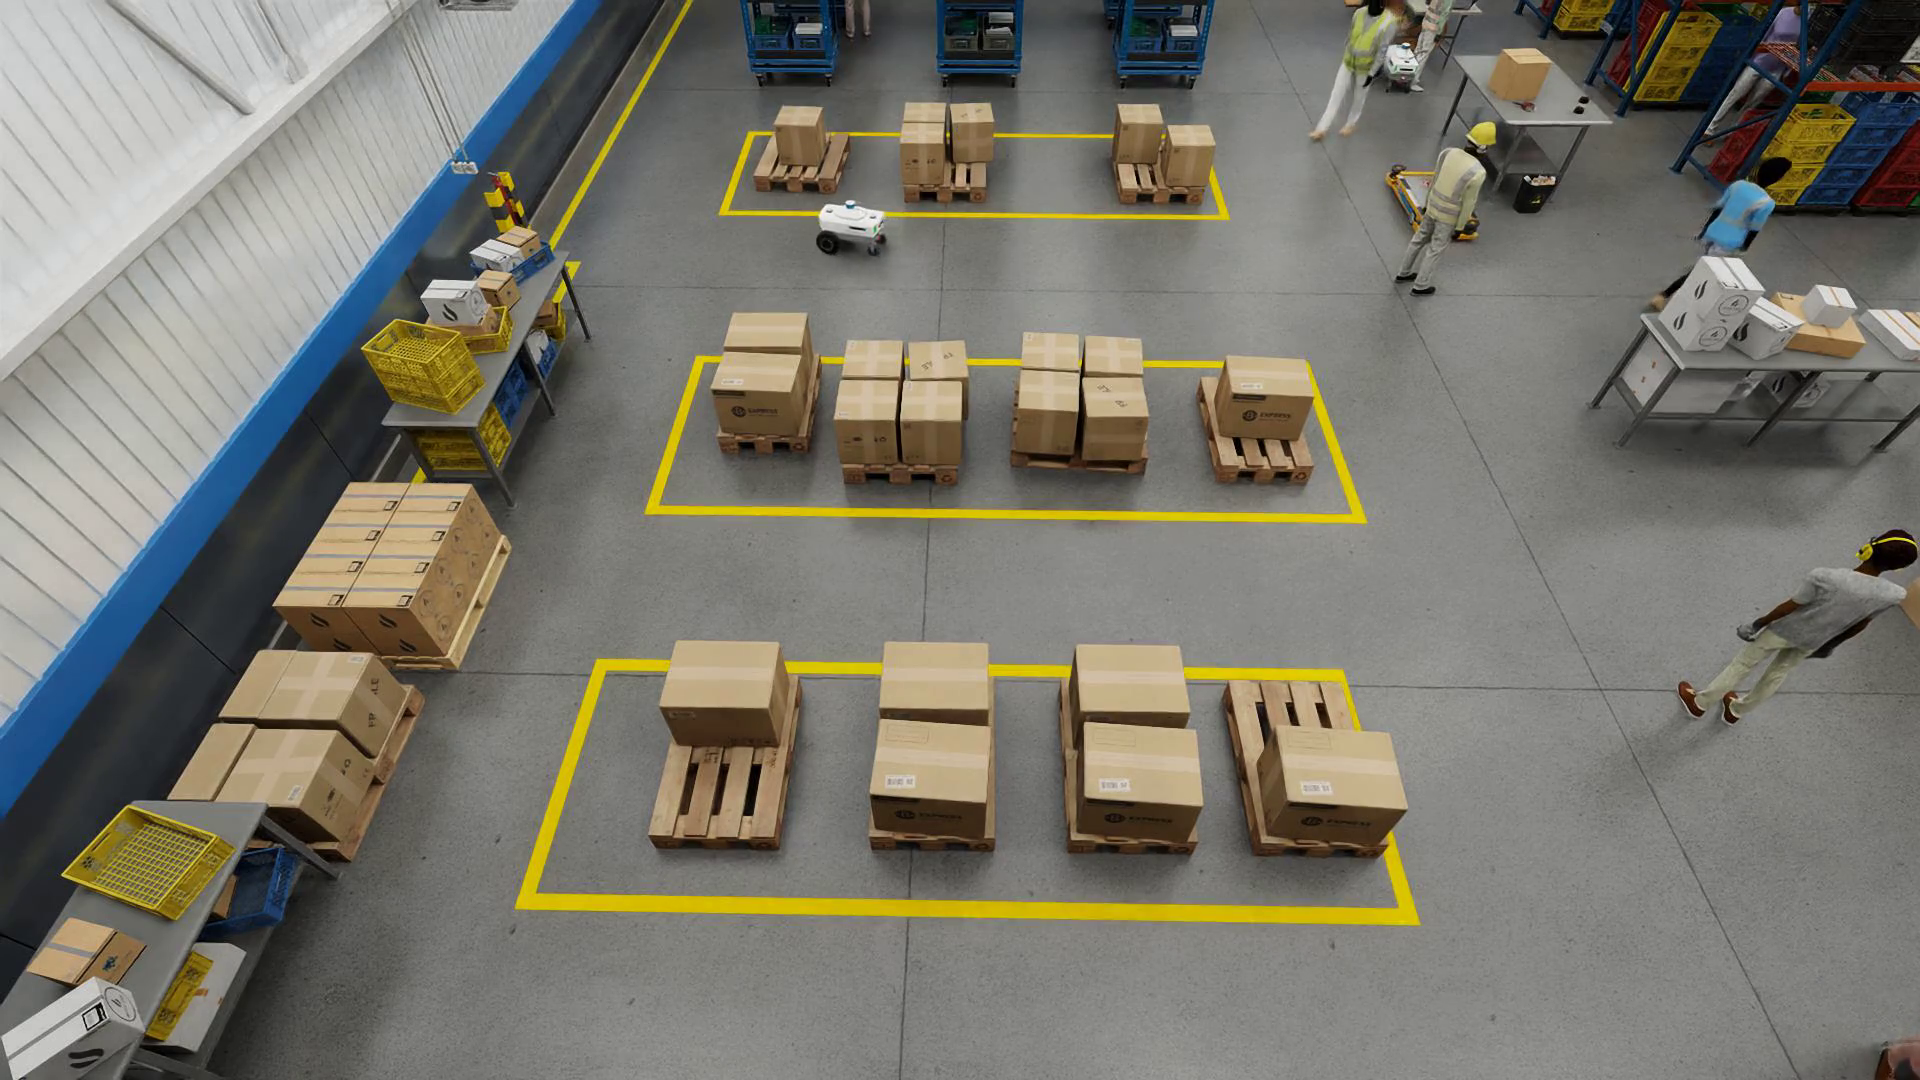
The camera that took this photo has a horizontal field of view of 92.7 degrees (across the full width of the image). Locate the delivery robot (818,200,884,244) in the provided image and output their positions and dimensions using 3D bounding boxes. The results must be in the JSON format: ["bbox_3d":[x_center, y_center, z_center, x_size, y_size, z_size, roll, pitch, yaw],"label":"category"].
[{"bbox_3d":[-1.223,-3.607,10.391,0.707,0.478,0.477,11,50,9],"label":"delivery robot"}]

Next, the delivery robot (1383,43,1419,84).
[{"bbox_3d":[6.374,-6.919,13.257,0.477,0.478,0.707,4,49,4],"label":"delivery robot"}]

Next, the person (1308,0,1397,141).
[{"bbox_3d":[5.070,-6.044,11.737,0.628,1.806,0.824,37,59,28],"label":"person"}]

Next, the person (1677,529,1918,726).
[{"bbox_3d":[5.417,0.597,5.949,0.531,1.871,0.322,14,51,12],"label":"person"}]

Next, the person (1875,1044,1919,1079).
[{"bbox_3d":[4.879,2.569,4.278,1.078,1.823,0.648,-34,57,-26],"label":"person"}]

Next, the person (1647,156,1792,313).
[{"bbox_3d":[7.701,-3.055,9.251,0.876,1.656,0.532,-3,49,-3],"label":"person"}]

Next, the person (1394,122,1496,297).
[{"bbox_3d":[5.002,-3.375,9.418,0.403,1.824,0.590,-17,51,-14],"label":"person"}]

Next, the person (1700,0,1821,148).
[{"bbox_3d":[10.149,-5.947,11.572,0.634,1.933,0.371,11,50,9],"label":"person"}]

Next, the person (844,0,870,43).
[{"bbox_3d":[-1.589,-8.643,13.878,0.624,1.980,0.410,-19,52,-16],"label":"person"}]

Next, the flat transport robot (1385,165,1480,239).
[{"bbox_3d":[5.692,-4.094,11.059,0.652,0.197,1.431,1,49,1],"label":"flat transport robot"}]

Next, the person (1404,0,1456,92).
[{"bbox_3d":[6.622,-7.173,12.831,0.315,1.631,0.523,3,49,3],"label":"person"}]
